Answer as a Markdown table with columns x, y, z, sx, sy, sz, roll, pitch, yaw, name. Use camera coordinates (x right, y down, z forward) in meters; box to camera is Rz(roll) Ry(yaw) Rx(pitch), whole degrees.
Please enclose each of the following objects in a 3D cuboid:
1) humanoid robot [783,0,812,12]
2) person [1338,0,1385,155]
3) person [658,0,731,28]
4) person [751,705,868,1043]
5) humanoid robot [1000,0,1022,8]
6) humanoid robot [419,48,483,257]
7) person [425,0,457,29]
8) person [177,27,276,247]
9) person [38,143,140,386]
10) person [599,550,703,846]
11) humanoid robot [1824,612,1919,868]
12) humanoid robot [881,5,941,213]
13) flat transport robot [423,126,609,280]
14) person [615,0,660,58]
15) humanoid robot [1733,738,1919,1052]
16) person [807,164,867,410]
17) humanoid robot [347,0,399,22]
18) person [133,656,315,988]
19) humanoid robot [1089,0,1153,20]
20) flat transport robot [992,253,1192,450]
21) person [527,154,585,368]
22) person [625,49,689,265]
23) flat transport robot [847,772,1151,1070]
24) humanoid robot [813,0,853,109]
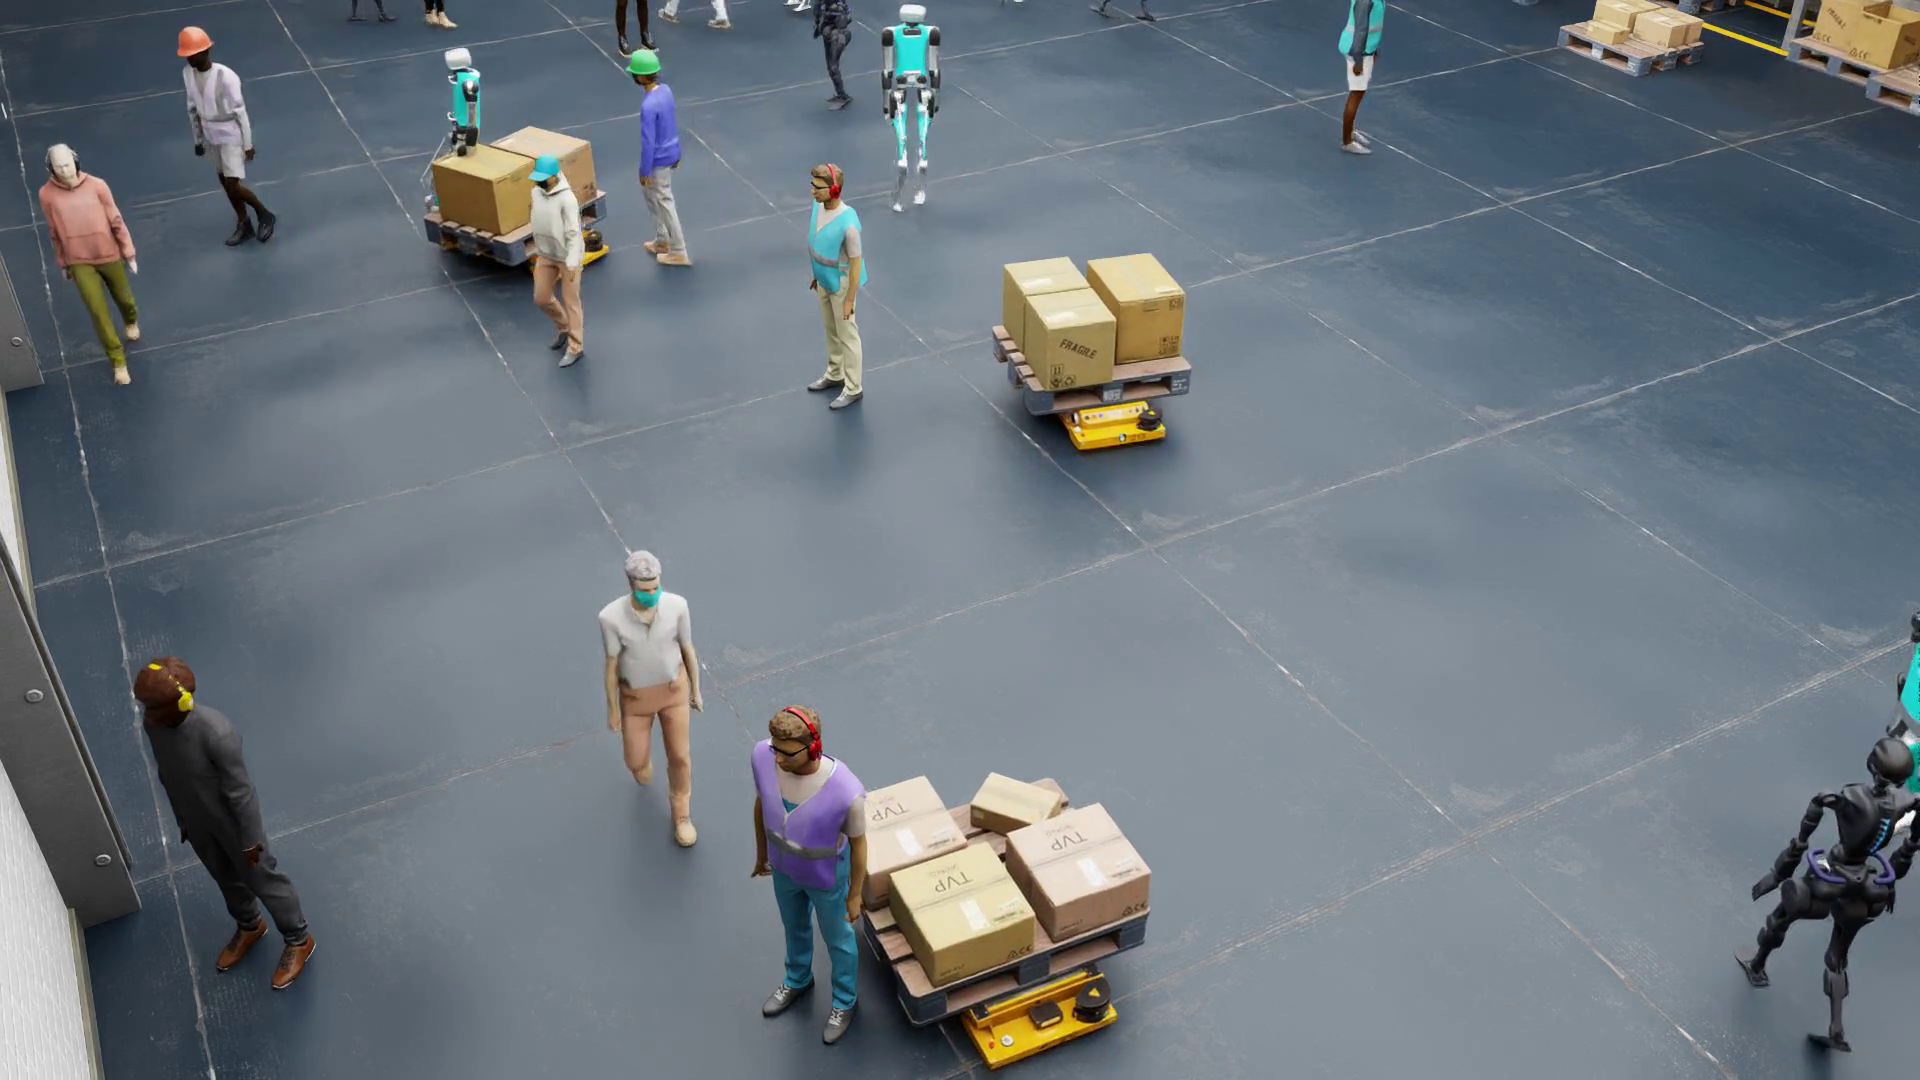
| x | y | z | sx | sy | sz | roll | pitch | yaw | name |
| --- | --- | --- | --- | --- | --- | --- | --- | --- | --- |
| -1.850 | -7.050 | 19.385 | 0.735 | 1.677 | 0.533 | -19 | 39 | -25 | humanoid robot |
| 3.865 | -4.707 | 15.986 | 0.453 | 1.935 | 0.555 | 12 | 37 | 16 | person |
| -3.104 | -6.829 | 19.112 | 0.987 | 1.833 | 0.557 | 25 | 42 | 31 | person |
| -0.653 | 1.436 | 7.291 | 0.569 | 1.845 | 0.385 | 19 | 39 | 24 | person |
| 0.646 | -7.115 | 19.641 | 0.532 | 1.809 | 0.841 | -6 | 35 | -8 | humanoid robot |
| -4.344 | -3.194 | 14.013 | 0.792 | 1.795 | 0.530 | -15 | 38 | -20 | humanoid robot |
| -6.027 | -6.747 | 19.132 | 0.578 | 1.651 | 0.559 | 5 | 35 | 7 | person |
| -6.290 | -3.419 | 14.162 | 0.551 | 1.925 | 0.409 | 17 | 38 | 22 | person |
| -6.455 | -2.134 | 12.428 | 0.539 | 1.813 | 0.809 | -14 | 37 | -20 | person |
| -1.553 | 0.748 | 8.365 | 0.500 | 1.732 | 0.568 | -11 | 37 | -16 | person |
| 4.811 | 1.045 | 7.985 | 0.871 | 1.789 | 0.560 | 1 | 35 | 1 | humanoid robot |
| -0.404 | -3.790 | 14.855 | 0.578 | 1.781 | 0.802 | -6 | 35 | -9 | humanoid robot |
| -3.817 | -2.608 | 14.440 | 1.431 | 0.231 | 0.659 | 19 | 39 | 25 | flat transport robot |
| -3.634 | -6.318 | 18.269 | 0.608 | 1.960 | 0.372 | -23 | 41 | -30 | person |
| 3.882 | 1.527 | 7.345 | 0.609 | 1.638 | 0.728 | 1 | 35 | 1 | humanoid robot |
| -0.882 | -1.833 | 11.957 | 0.389 | 1.847 | 0.563 | -19 | 39 | -25 | person |
| -6.948 | -6.833 | 19.261 | 0.632 | 1.635 | 0.589 | -5 | 35 | -7 | humanoid robot |
| -3.341 | 1.265 | 7.523 | 0.488 | 1.867 | 0.344 | 13 | 37 | 18 | person |
| 1.933 | -6.897 | 19.375 | 0.786 | 1.622 | 0.584 | 19 | 39 | 25 | humanoid robot |
| 0.958 | -1.137 | 12.339 | 0.659 | 0.231 | 1.431 | -9 | 36 | -13 | flat transport robot |
| -3.020 | -2.115 | 12.517 | 0.481 | 1.662 | 0.408 | 16 | 38 | 21 | person |
| -2.590 | -3.185 | 13.881 | 0.598 | 1.855 | 0.498 | 8 | 36 | 11 | person |
| 0.132 | 1.870 | 8.046 | 0.659 | 0.231 | 1.431 | -15 | 38 | -20 | flat transport robot |
| -1.286 | -5.271 | 17.017 | 0.377 | 1.649 | 0.584 | -24 | 42 | -30 | humanoid robot |
